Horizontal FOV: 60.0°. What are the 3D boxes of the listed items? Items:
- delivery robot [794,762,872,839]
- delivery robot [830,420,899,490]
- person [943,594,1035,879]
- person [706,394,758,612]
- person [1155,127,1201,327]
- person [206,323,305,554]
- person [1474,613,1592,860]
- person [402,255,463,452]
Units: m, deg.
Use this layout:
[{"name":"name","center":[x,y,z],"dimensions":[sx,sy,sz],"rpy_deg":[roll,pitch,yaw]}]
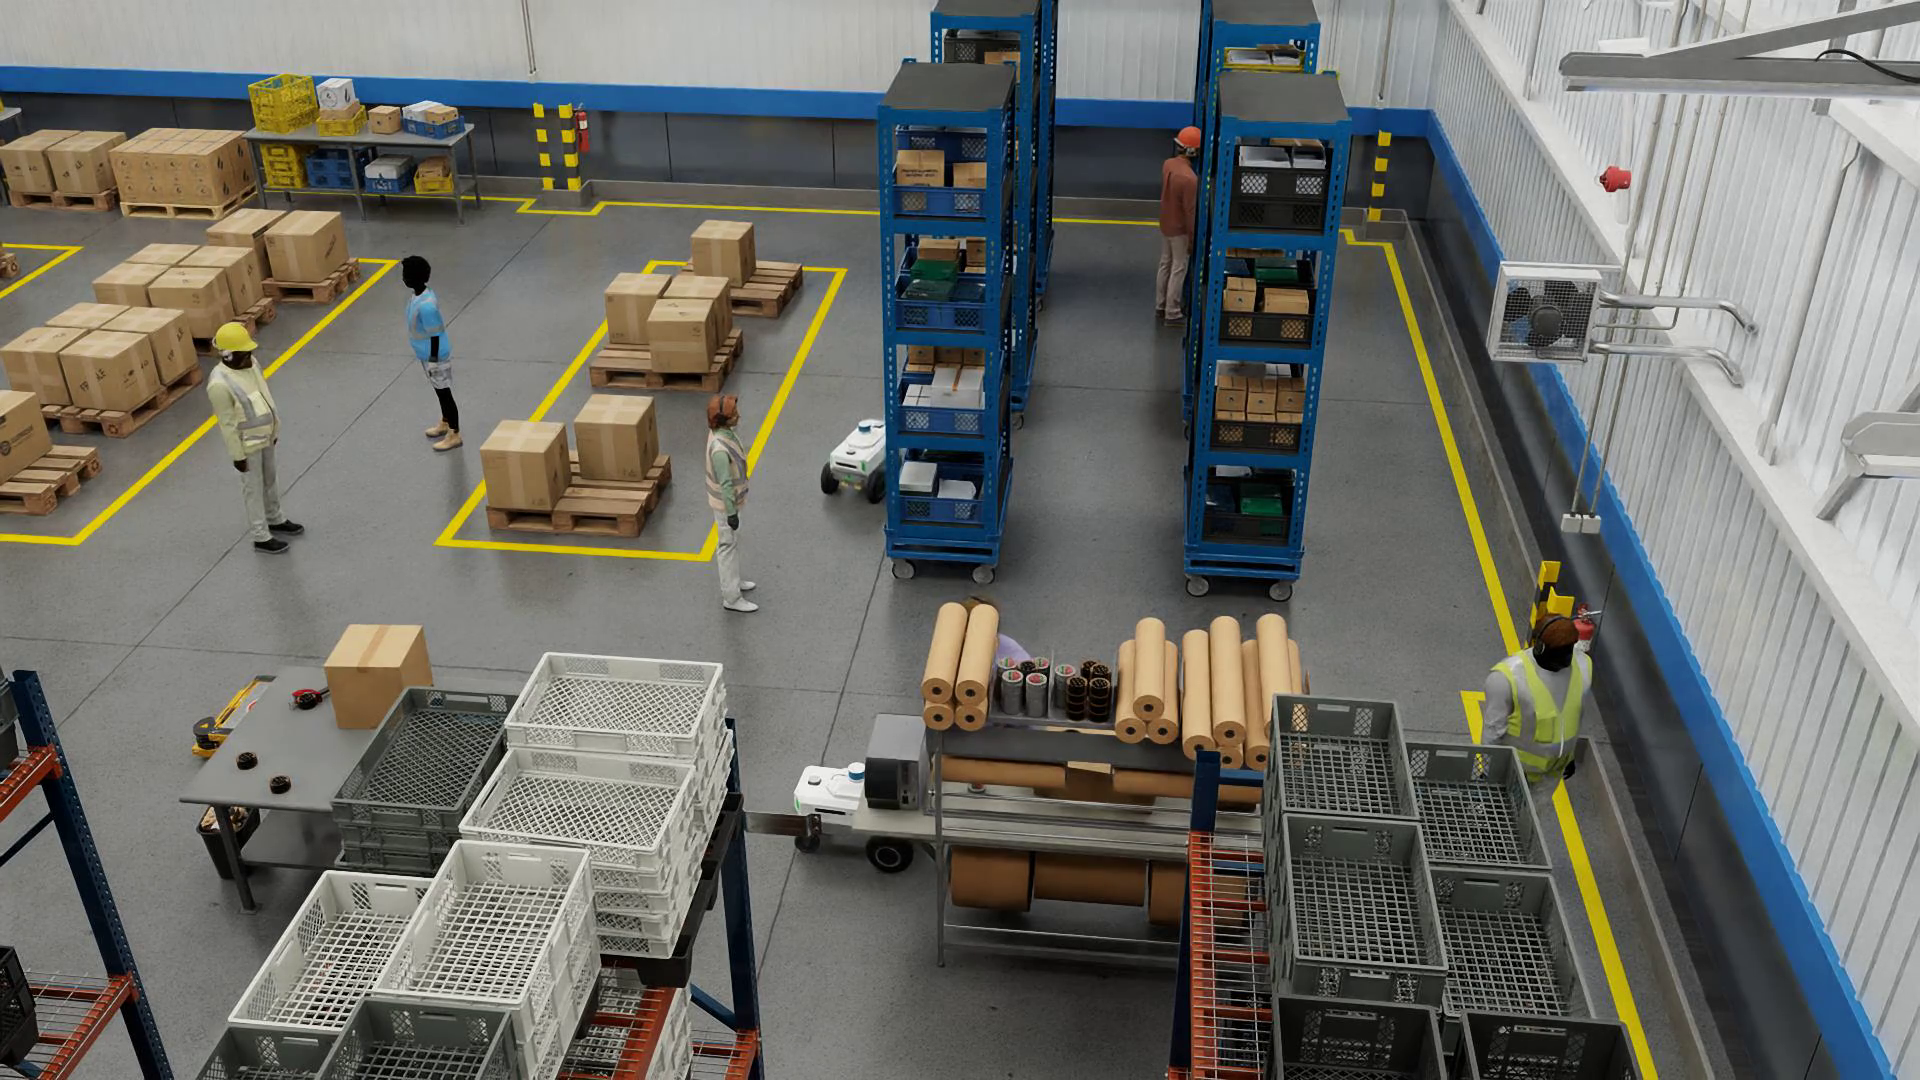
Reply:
[{"name":"delivery robot","center":[-0.595,1.514,9.675],"dimensions":[0.707,0.478,0.477],"rpy_deg":[6,31,10]},{"name":"delivery robot","center":[-0.771,-0.732,13.534],"dimensions":[0.477,0.478,0.707],"rpy_deg":[12,32,19]},{"name":"person","center":[0.134,1.105,9.115],"dimensions":[0.631,1.930,0.373],"rpy_deg":[18,35,28]},{"name":"person","center":[-1.632,-0.273,11.759],"dimensions":[0.309,1.645,0.514],"rpy_deg":[-4,30,-7]},{"name":"person","center":[2.149,-3.040,16.185],"dimensions":[0.411,1.981,0.625],"rpy_deg":[-10,32,-17]},{"name":"person","center":[-5.290,-0.773,12.446],"dimensions":[0.403,1.823,0.584],"rpy_deg":[3,30,5]},{"name":"person","center":[3.099,1.197,9.041],"dimensions":[0.626,1.844,0.429],"rpy_deg":[-10,32,-17]},{"name":"person","center":[-4.434,-1.574,13.940],"dimensions":[0.319,1.697,0.533],"rpy_deg":[-13,33,-21]}]
